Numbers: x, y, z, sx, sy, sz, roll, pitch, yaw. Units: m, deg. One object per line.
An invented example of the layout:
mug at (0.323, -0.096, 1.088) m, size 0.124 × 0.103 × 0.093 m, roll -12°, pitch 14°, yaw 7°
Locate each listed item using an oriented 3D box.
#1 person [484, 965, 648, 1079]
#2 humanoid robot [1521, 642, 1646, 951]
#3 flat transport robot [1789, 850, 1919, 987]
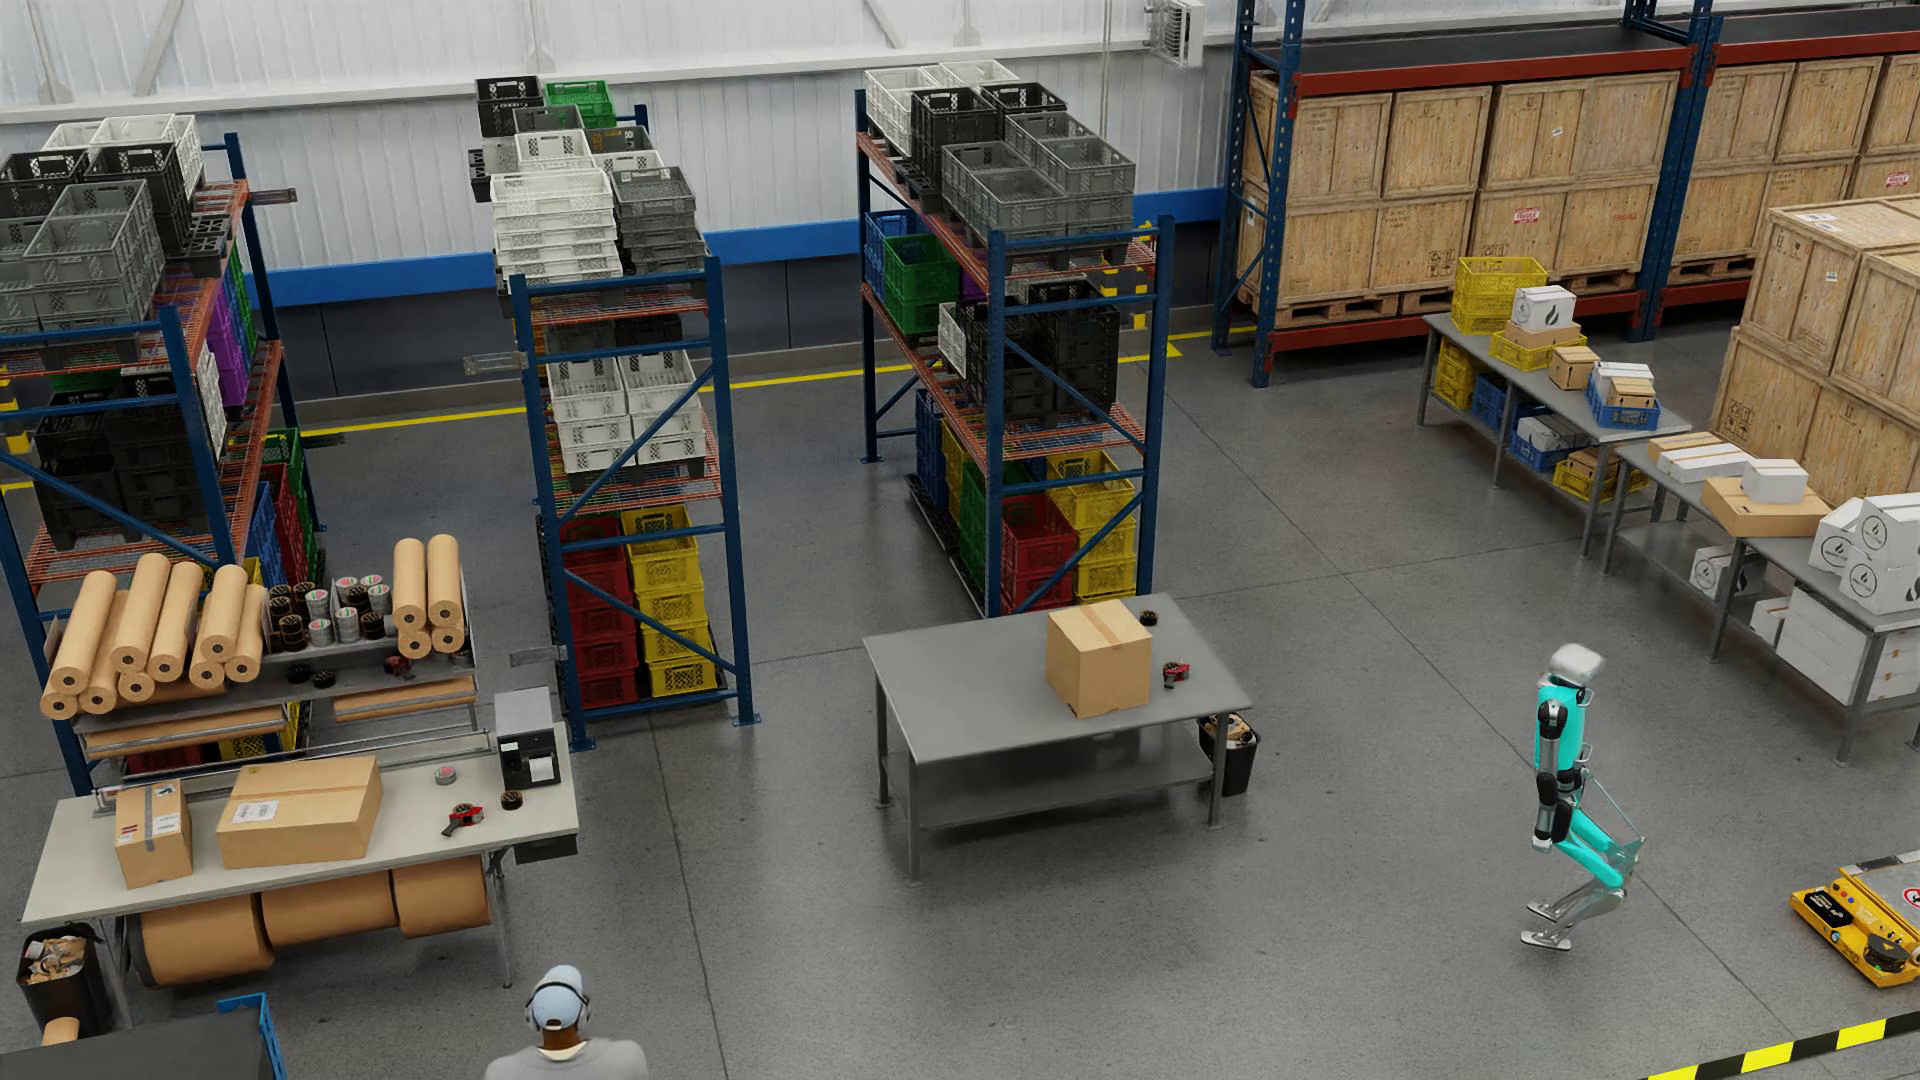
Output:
person at (-1.423, 2.343, 6.256) m, size 0.589 × 1.851 × 0.401 m, roll -6°, pitch 29°, yaw -10°
humanoid robot at (3.093, 1.309, 8.115) m, size 0.735 × 1.677 × 0.533 m, roll 15°, pitch 32°, yaw 25°
flat transport robot at (5.163, 1.916, 8.676) m, size 1.431 × 0.231 × 0.659 m, roll -8°, pitch 30°, yaw -14°
